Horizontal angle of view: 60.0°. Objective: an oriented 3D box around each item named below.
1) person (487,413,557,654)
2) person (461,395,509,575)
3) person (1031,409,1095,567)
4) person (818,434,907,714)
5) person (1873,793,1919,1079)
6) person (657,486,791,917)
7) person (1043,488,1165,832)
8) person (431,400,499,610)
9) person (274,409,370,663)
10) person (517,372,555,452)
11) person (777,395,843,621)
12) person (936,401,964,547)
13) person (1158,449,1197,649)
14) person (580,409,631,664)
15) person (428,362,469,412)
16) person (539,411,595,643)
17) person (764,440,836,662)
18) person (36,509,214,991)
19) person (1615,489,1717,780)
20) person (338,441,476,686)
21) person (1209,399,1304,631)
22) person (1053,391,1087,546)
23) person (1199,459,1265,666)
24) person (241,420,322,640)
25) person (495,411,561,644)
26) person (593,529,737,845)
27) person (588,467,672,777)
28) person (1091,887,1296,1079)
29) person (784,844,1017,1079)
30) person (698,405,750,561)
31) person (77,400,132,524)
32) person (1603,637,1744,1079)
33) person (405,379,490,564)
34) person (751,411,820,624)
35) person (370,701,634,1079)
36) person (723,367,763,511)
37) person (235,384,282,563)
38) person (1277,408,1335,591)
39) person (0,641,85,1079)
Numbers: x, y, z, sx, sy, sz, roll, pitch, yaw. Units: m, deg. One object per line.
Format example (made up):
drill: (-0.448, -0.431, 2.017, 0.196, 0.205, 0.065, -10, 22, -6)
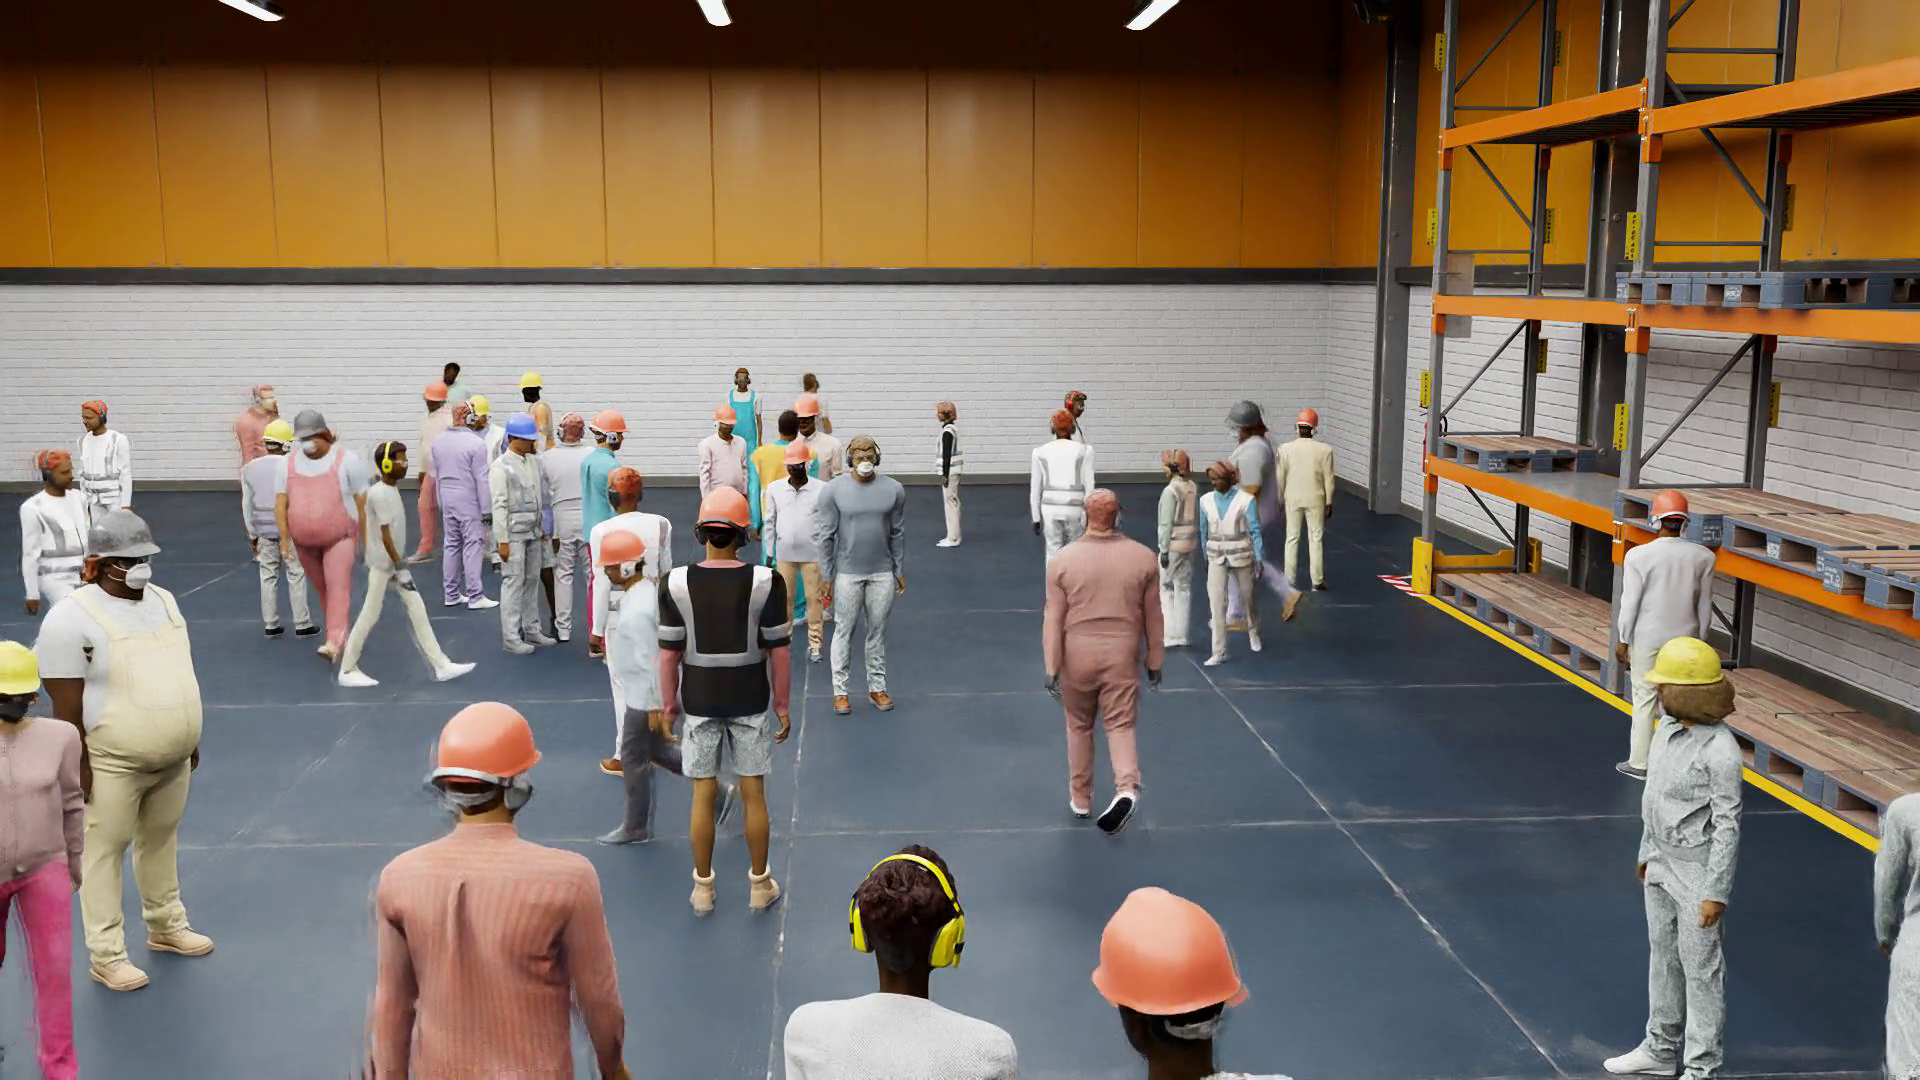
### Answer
person: (-3.512, -0.052, 13.326, 0.421, 1.936, 0.613, 3, 9, 18)
person: (-4.842, -0.553, 16.823, 0.589, 1.821, 0.404, -2, 9, -11)
person: (0.909, -0.218, 14.629, 0.596, 1.847, 0.591, 2, 9, 12)
person: (-0.671, 0.232, 11.518, 0.635, 1.937, 0.354, -3, 10, -20)
person: (3.154, 1.352, 5.271, 0.492, 1.691, 0.930, 5, 10, 30)
person: (-1.105, 0.762, 7.865, 0.615, 2.041, 0.376, -1, 9, -4)
person: (0.790, 0.663, 9.040, 0.682, 1.876, 0.784, 0, 9, -1)
person: (-4.483, -0.318, 15.122, 0.647, 1.900, 0.394, 5, 10, 30)
person: (-5.019, -0.055, 13.002, 0.692, 2.000, 1.032, 0, 9, 1)
person: (-4.895, -0.988, 19.273, 0.405, 1.917, 0.584, -3, 10, -19)
person: (-1.324, -0.271, 14.503, 0.619, 1.992, 0.396, 0, 9, 2)
person: (-0.118, -0.735, 18.565, 0.316, 1.632, 0.519, 1, 9, 7)
person: (1.735, 0.079, 13.468, 0.353, 1.633, 0.521, 6, 11, 31)
person: (-2.745, -0.029, 13.023, 0.403, 1.986, 0.611, -7, 11, -36)
person: (-6.928, -1.463, 22.437, 0.627, 1.865, 0.613, 4, 10, 21)
person: (-3.171, -0.105, 13.736, 0.643, 1.910, 0.409, -3, 9, -16)
person: (-1.257, 0.091, 12.982, 0.567, 1.750, 0.341, 1, 9, 6)
person: (-3.529, 0.874, 7.167, 0.536, 2.000, 0.672, 3, 10, 19)
person: (4.214, 0.567, 9.995, 0.574, 1.749, 0.333, -1, 9, -4)
person: (-4.144, 0.187, 12.199, 0.995, 1.817, 0.518, 0, 9, 1)
person: (2.490, -0.220, 14.037, 0.729, 2.000, 0.704, 3, 10, 21)
person: (1.123, -0.630, 17.247, 0.390, 1.838, 0.563, 2, 9, 15)
person: (2.174, 0.151, 13.131, 0.553, 1.609, 0.830, 5, 10, 30)
person: (-5.627, -0.081, 13.819, 0.597, 1.831, 0.403, 1, 9, 6)
person: (-3.522, -0.092, 13.604, 0.550, 1.930, 0.403, 2, 9, 10)
person: (-1.574, 0.777, 8.790, 0.690, 1.719, 0.566, -1, 9, -7)
person: (-1.989, 0.490, 10.069, 0.340, 1.883, 0.585, 8, 12, 41)
person: (0.344, 1.566, 3.200, 0.575, 1.927, 0.618, -4, 10, -22)
person: (-0.115, 1.553, 3.464, 0.535, 1.863, 0.309, 2, 9, 12)
person: (-2.316, -0.470, 16.511, 0.575, 1.747, 0.336, -9, 13, -44)
person: (-7.940, -0.365, 15.471, 0.581, 1.879, 0.350, 3, 9, 17)
person: (2.612, 1.204, 6.045, 0.313, 1.738, 0.483, -1, 9, -6)
person: (-5.420, -0.730, 17.529, 0.828, 1.960, 0.653, -8, 12, -42)
person: (-1.493, -0.154, 14.221, 0.593, 1.864, 0.699, 0, 9, 0)
person: (-1.218, 1.392, 4.246, 0.592, 1.950, 1.050, 3, 10, 19)
person: (-2.795, -1.293, 21.387, 0.513, 1.846, 0.340, 0, 9, -2)
person: (-7.246, -0.682, 17.422, 0.441, 1.894, 0.645, 4, 10, 22)
person: (3.316, -0.385, 15.969, 0.561, 1.753, 0.331, 4, 10, 21)
person: (-3.507, 1.198, 6.136, 0.537, 1.722, 0.918, -8, 12, -42)
